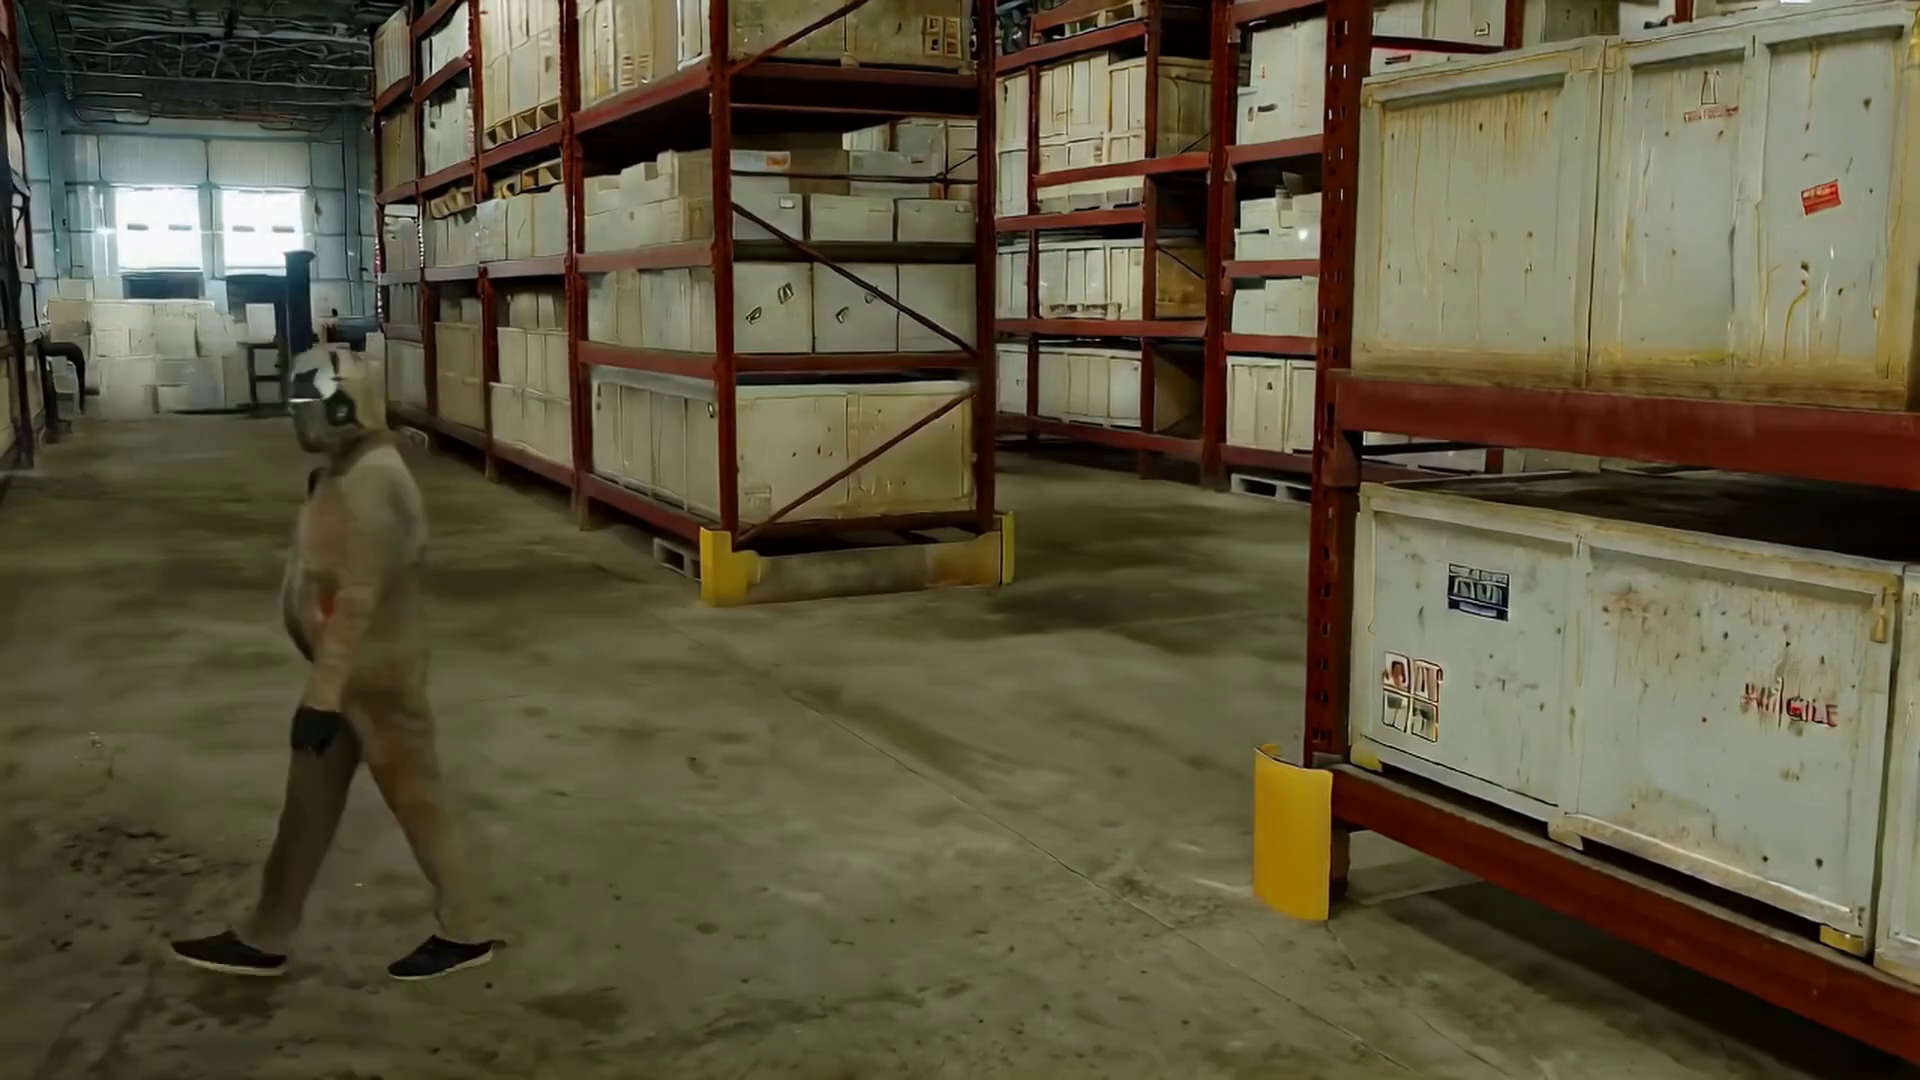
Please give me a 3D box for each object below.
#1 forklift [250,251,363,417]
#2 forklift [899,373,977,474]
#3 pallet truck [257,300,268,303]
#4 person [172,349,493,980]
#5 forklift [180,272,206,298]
[{"bbox_3d":[-11.317,-3.558,28.623,1.873,2.768,1.129,-4,9,-26],"label":"forklift"},{"bbox_3d":[-0.780,-2.131,18.786,1.873,2.768,1.129,-4,9,-23],"label":"forklift"},{"bbox_3d":[-23.913,-7.404,58.171,1.885,1.965,0.823,-1,8,-9],"label":"pallet truck"},{"bbox_3d":[-1.840,0.394,4.818,0.947,1.862,0.663,-4,9,-24],"label":"person"},{"bbox_3d":[-23.404,-6.797,50.961,1.873,2.768,1.129,1,8,5],"label":"forklift"}]
